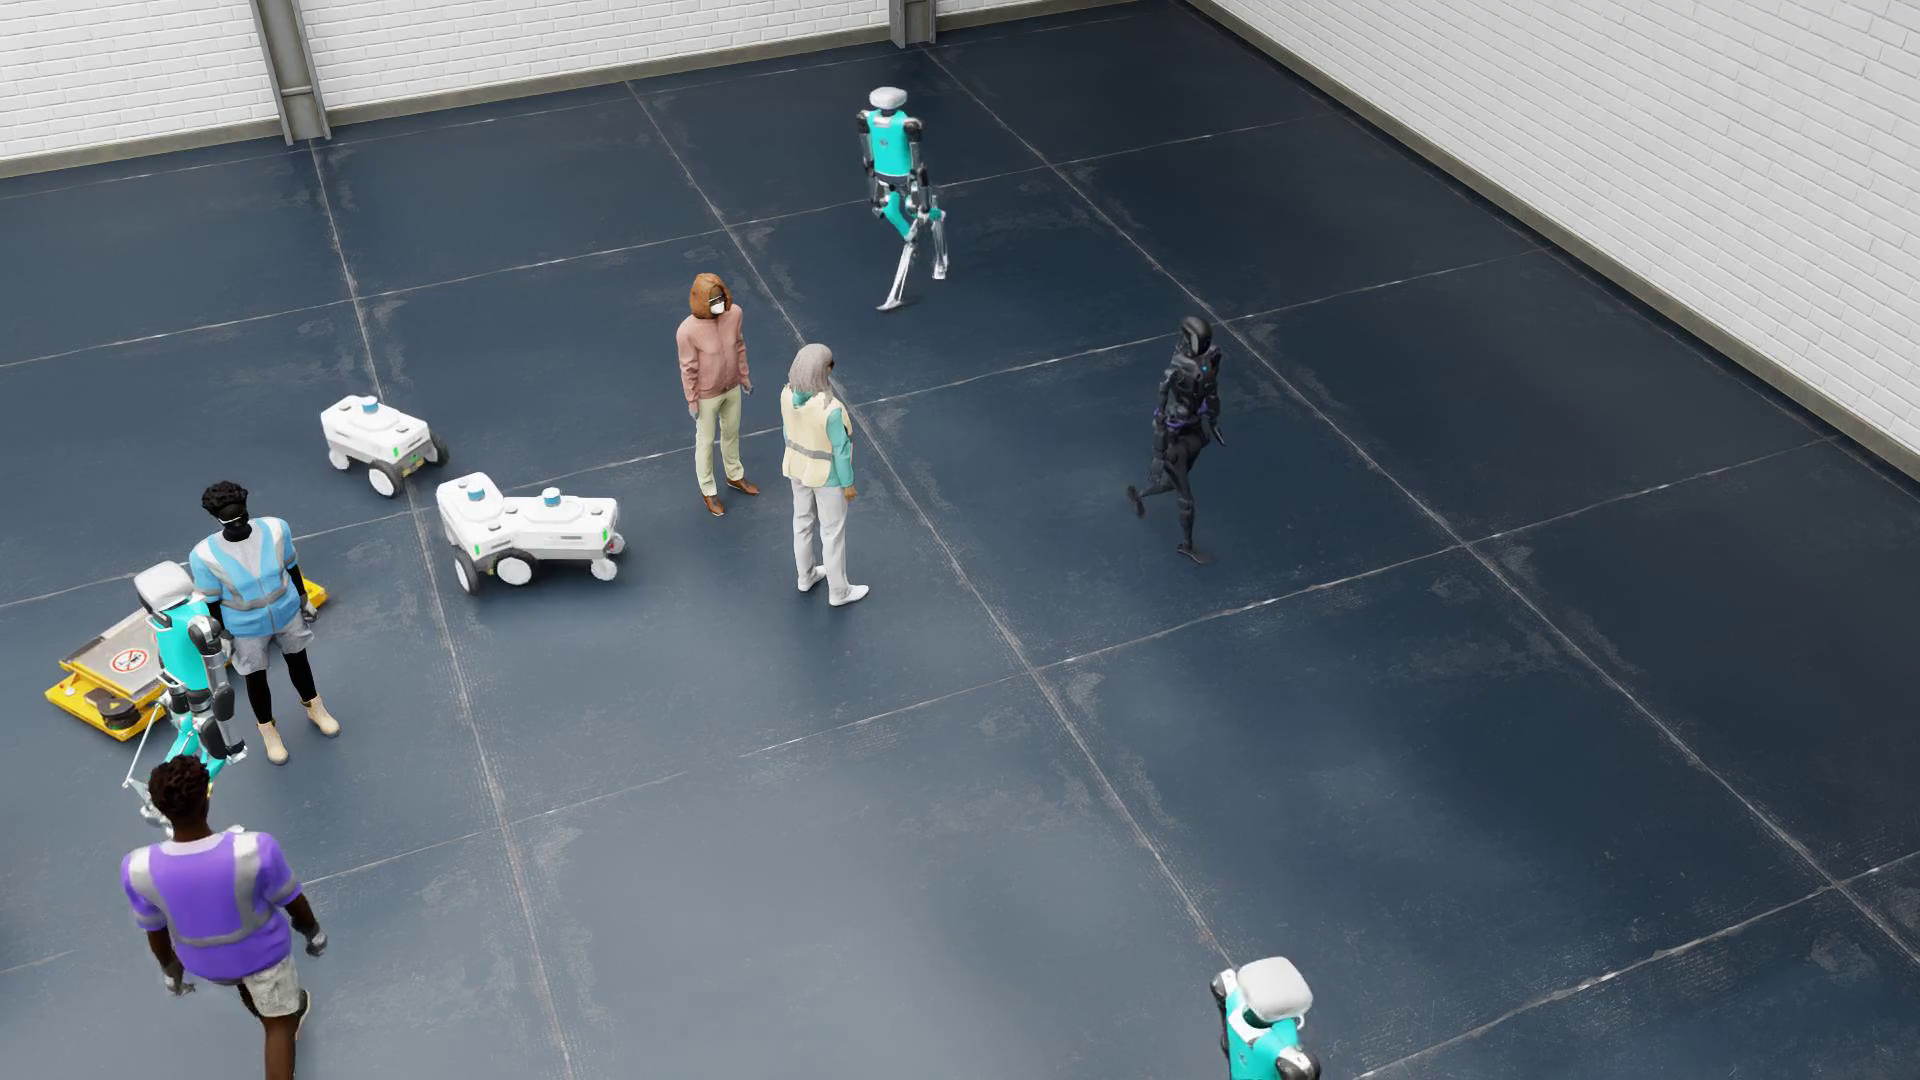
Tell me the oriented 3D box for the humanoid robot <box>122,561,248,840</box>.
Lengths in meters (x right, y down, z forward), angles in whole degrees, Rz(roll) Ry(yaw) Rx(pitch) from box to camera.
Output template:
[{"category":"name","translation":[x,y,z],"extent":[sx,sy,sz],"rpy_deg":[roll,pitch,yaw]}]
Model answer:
[{"category":"humanoid robot","translation":[-3.692,0.937,7.798],"extent":[0.530,1.731,0.695],"rpy_deg":[26,44,30]}]

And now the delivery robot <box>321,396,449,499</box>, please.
[{"category":"delivery robot","translation":[-3.816,-0.669,10.902],"extent":[0.765,0.586,0.499],"rpy_deg":[19,42,23]}]

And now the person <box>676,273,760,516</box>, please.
[{"category":"person","translation":[-1.504,-0.925,10.356],"extent":[0.287,1.633,0.496],"rpy_deg":[30,46,33]}]

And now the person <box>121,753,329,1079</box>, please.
[{"category":"person","translation":[-2.934,1.669,6.751],"extent":[0.628,1.927,0.930],"rpy_deg":[-5,38,-7]}]

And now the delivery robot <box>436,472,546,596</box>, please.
[{"category":"delivery robot","translation":[-2.899,-0.075,10.136],"extent":[0.499,0.593,0.789],"rpy_deg":[-22,43,-26]}]

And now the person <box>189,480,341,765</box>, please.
[{"category":"person","translation":[-3.588,0.404,8.574],"extent":[0.531,1.697,0.320],"rpy_deg":[-29,46,-33]}]

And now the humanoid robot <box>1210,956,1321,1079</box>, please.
[{"category":"humanoid robot","translation":[1.416,2.157,6.279],"extent":[0.982,1.760,0.549],"rpy_deg":[-10,39,-12]}]

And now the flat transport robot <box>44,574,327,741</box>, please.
[{"category":"flat transport robot","translation":[-4.425,0.561,9.544],"extent":[0.659,0.231,1.431],"rpy_deg":[20,42,24]}]

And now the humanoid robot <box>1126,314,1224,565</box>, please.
[{"category":"humanoid robot","translation":[1.303,-0.657,10.025],"extent":[0.609,1.649,0.772],"rpy_deg":[-31,47,-34]}]

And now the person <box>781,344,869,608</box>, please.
[{"category":"person","translation":[-0.818,-0.356,9.551],"extent":[0.465,1.713,0.368],"rpy_deg":[26,45,30]}]

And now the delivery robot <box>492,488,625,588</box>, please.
[{"category":"delivery robot","translation":[-2.461,-0.046,10.105],"extent":[0.795,0.602,0.499],"rpy_deg":[1,38,1]}]

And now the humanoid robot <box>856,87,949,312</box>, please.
[{"category":"humanoid robot","translation":[-0.350,-2.651,12.564],"extent":[0.548,1.775,1.010],"rpy_deg":[19,41,23]}]
